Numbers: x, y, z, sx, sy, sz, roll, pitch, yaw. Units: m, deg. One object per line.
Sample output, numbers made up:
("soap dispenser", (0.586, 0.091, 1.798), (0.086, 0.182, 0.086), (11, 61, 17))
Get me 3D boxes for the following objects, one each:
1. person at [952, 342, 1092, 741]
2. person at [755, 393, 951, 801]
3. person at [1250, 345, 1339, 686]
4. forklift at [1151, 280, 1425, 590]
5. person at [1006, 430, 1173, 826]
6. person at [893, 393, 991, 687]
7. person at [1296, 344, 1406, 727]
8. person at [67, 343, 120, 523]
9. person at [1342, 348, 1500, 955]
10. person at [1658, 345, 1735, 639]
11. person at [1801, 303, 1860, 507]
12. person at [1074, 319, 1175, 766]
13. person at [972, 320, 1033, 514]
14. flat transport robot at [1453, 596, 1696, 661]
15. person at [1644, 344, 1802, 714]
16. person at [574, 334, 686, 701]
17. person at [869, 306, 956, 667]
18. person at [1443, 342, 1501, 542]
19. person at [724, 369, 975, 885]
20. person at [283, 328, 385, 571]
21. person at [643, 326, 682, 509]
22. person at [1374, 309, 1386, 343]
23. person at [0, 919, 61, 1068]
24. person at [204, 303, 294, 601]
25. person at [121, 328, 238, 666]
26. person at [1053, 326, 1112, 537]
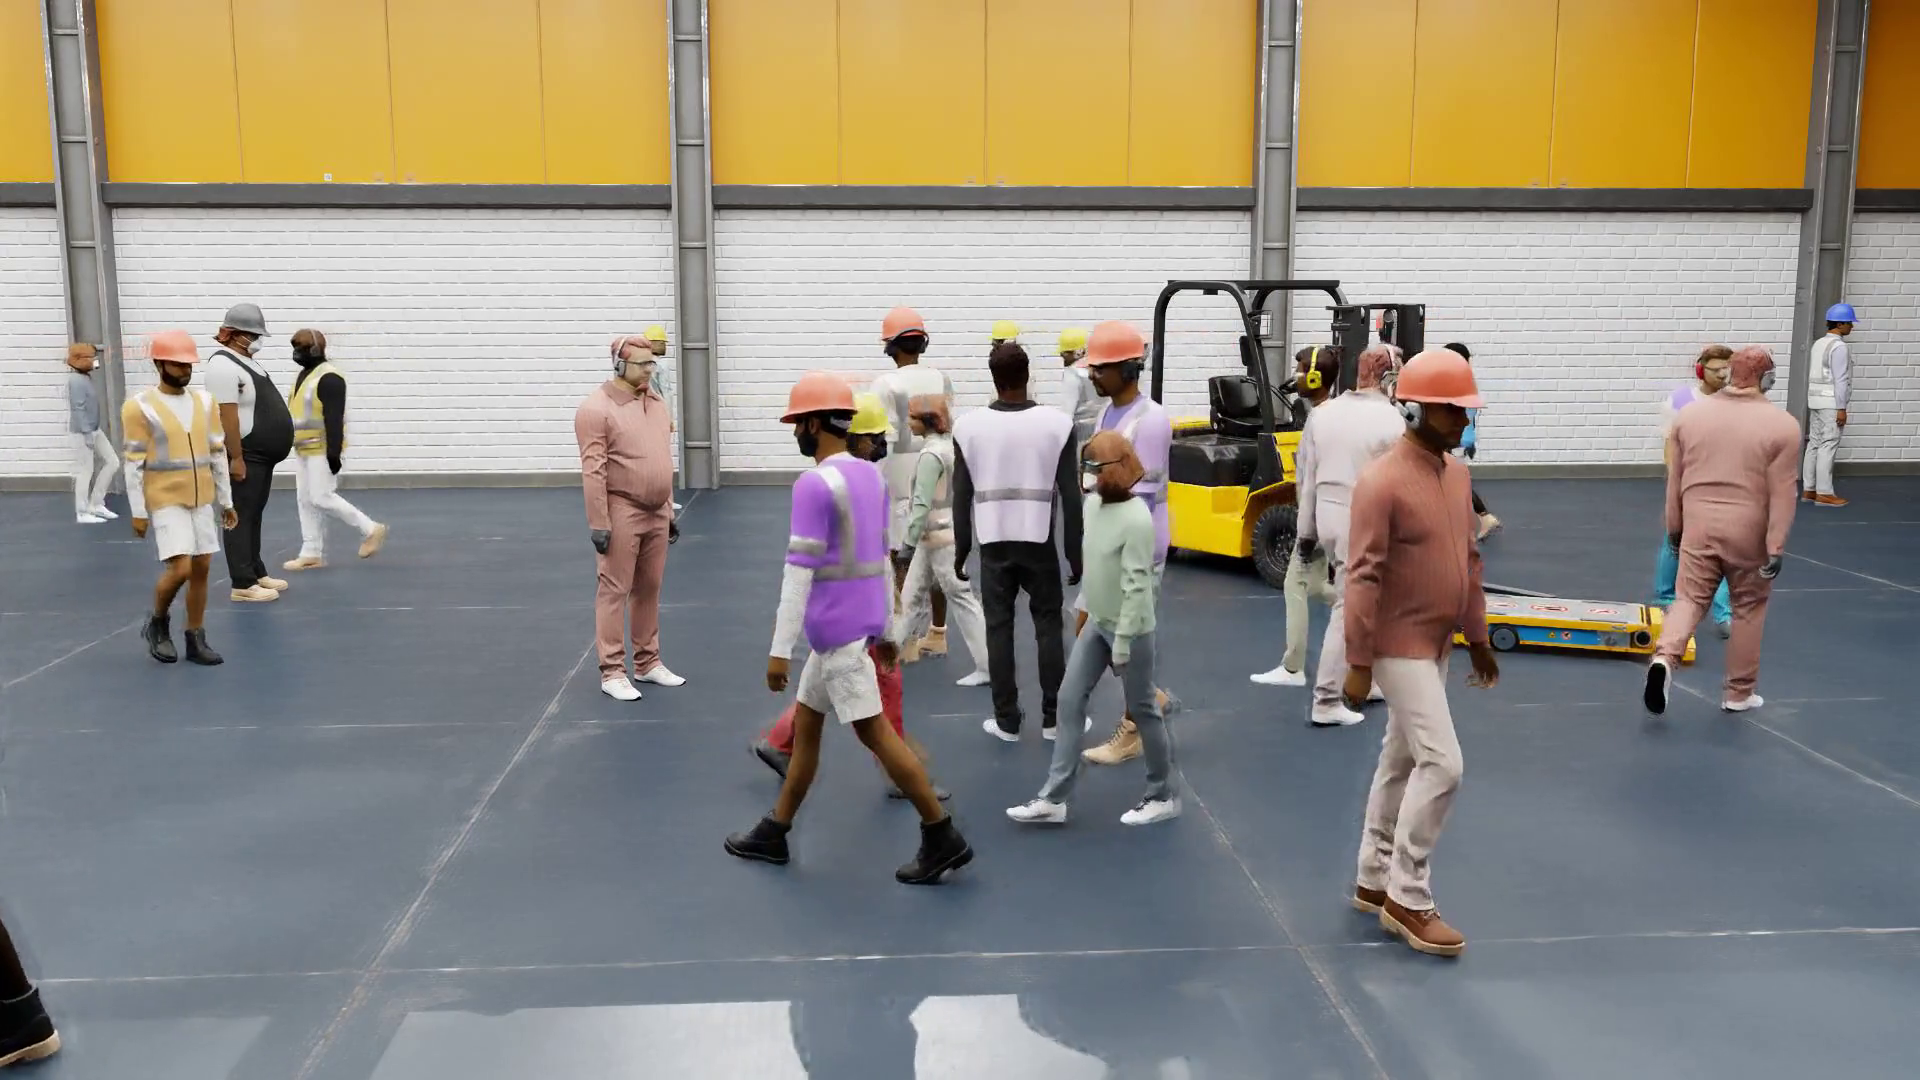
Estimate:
("person", (0.311, 0.027, 7.892), (0.705, 1.895, 0.363), (1, 9, 5))
("person", (-0.480, 0.237, 7.037), (0.828, 1.733, 0.522), (1, 9, 4))
("person", (1.972, -0.106, 8.852), (0.726, 1.851, 0.516), (4, 10, 23))
("forklift", (2.301, -0.860, 12.475), (1.214, 2.155, 2.313), (-6, 11, -35))
("person", (0.533, 0.371, 6.569), (0.794, 1.595, 0.524), (-4, 10, -25))
("person", (-0.163, 0.008, 8.903), (0.860, 1.588, 0.525), (0, 9, 1))
("person", (2.053, -0.023, 8.224), (0.841, 1.871, 0.657), (-5, 10, -27))
("person", (-7.738, -0.950, 14.849), (0.435, 1.616, 0.521), (-2, 9, -10))
("person", (1.586, 0.360, 5.508), (0.651, 1.974, 0.625), (7, 12, 38))
("person", (4.620, -0.314, 10.324), (0.556, 1.786, 0.957), (1, 9, 4))
("person", (8.380, -1.300, 16.010), (0.396, 1.946, 0.617), (1, 9, 4))
("person", (0.740, 0.028, 7.460), (0.482, 2.020, 0.603), (-4, 10, -22))
("person", (0.405, -1.105, 15.234), (0.769, 1.806, 0.586), (1, 9, 4))
("flat transport robot", (3.601, 0.505, 9.926), (1.431, 0.197, 0.652), (3, 10, 21))
("person", (3.785, -0.029, 8.266), (0.662, 1.881, 0.790), (9, 13, 43))
("person", (-1.711, -0.126, 8.779), (0.410, 1.907, 0.642), (5, 10, 29))
("person", (-0.301, -0.302, 9.456), (0.394, 2.040, 0.610), (9, 12, 43))
("person", (4.183, -0.818, 13.879), (0.802, 1.668, 0.526), (8, 12, 40))
("person", (-0.400, 0.322, 6.084), (1.004, 1.878, 0.645), (3, 10, 20))
("person", (-4.780, -0.684, 12.533), (0.641, 1.823, 0.633), (-8, 12, -41))
("person", (-2.886, -1.152, 15.737), (0.488, 1.738, 0.322), (7, 11, 35))
("person", (3.747, -1.042, 14.462), (0.558, 1.926, 0.627), (-1, 9, -7))
("person", (-2.997, 0.562, 4.429), (1.001, 1.912, 0.626), (-4, 10, -26))
("person", (-4.849, -0.614, 11.412), (0.536, 2.000, 0.674), (-2, 9, -11))
("person", (-4.359, -0.222, 9.345), (0.395, 1.923, 0.553), (5, 10, 30))
("person", (1.041, -0.900, 13.998), (0.494, 1.787, 0.618), (5, 10, 30))
